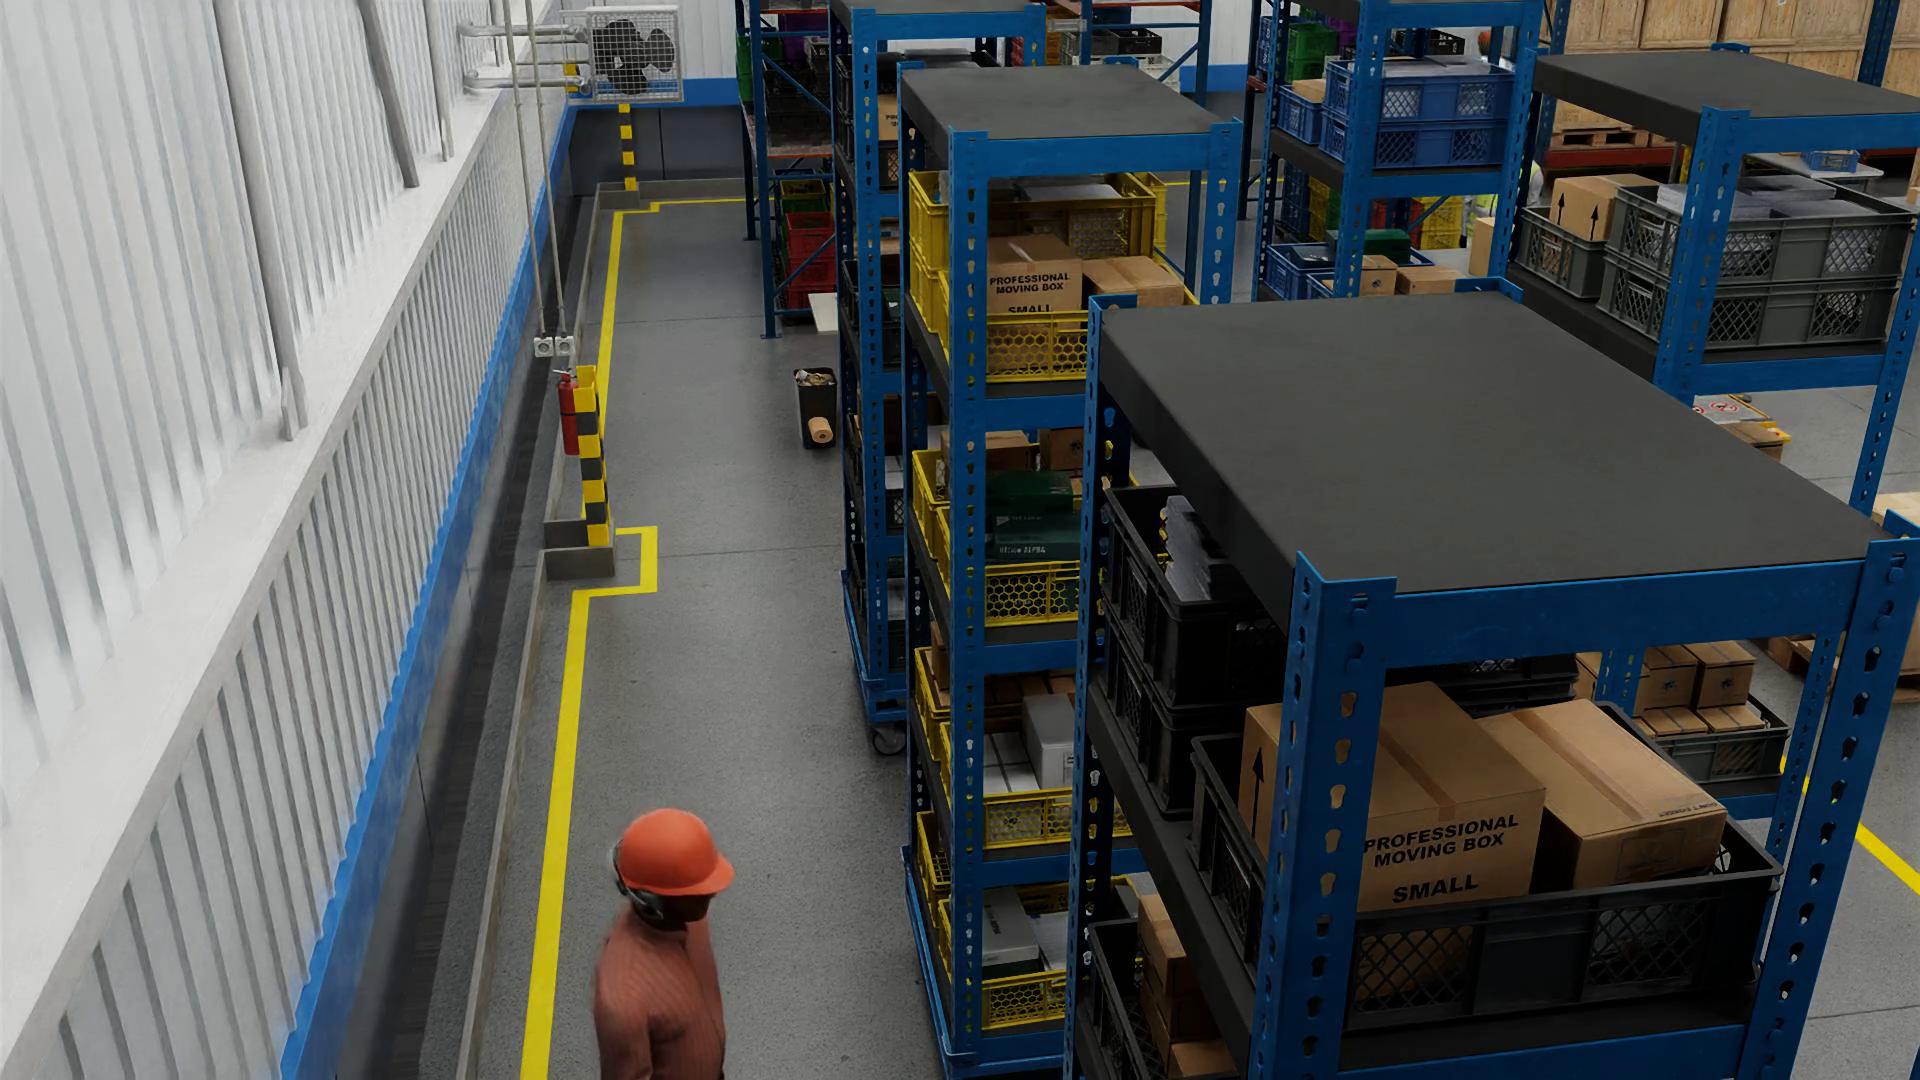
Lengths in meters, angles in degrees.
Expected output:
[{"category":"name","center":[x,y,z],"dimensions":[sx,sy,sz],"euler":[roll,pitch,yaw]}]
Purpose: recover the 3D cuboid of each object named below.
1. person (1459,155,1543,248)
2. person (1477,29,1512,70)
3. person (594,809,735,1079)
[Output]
[{"category":"person","center":[4.483,-2.550,13.949],"dimensions":[0.638,1.842,0.429],"euler":[16,29,30]},{"category":"person","center":[5.883,-4.793,18.781],"dimensions":[0.625,1.867,0.425],"euler":[-6,25,-14]},{"category":"person","center":[-0.804,1.610,4.744],"dimensions":[0.429,1.983,0.617],"euler":[3,25,7]}]
